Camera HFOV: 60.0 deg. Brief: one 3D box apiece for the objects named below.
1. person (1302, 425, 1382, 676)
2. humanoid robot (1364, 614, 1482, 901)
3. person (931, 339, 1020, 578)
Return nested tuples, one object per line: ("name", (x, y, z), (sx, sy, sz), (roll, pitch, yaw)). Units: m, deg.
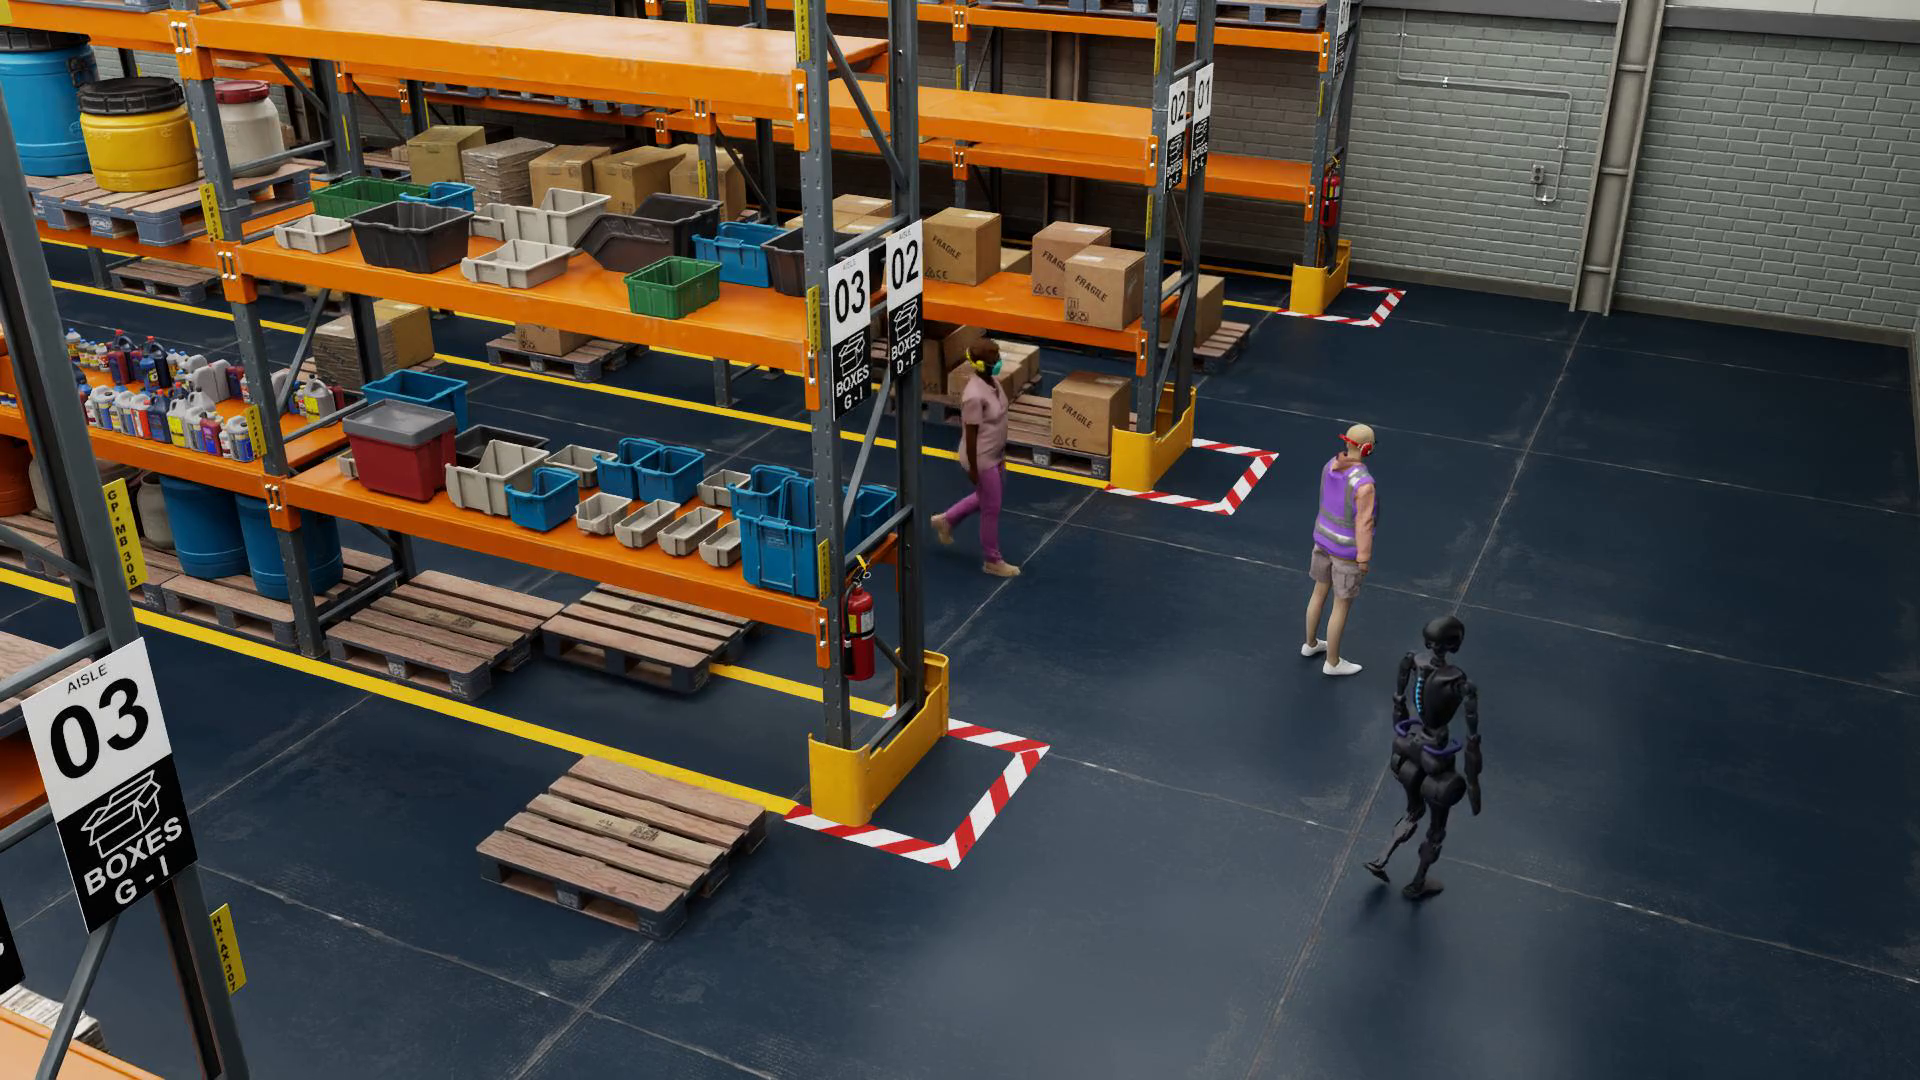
("person", (2.433, 0.059, 10.587), (0.350, 1.688, 0.488), (-11, 28, -21))
("humanoid robot", (2.358, 1.125, 8.432), (0.438, 1.643, 0.601), (-15, 30, -27))
("person", (0.119, -0.603, 11.813), (0.651, 1.776, 0.534), (8, 28, 17))
